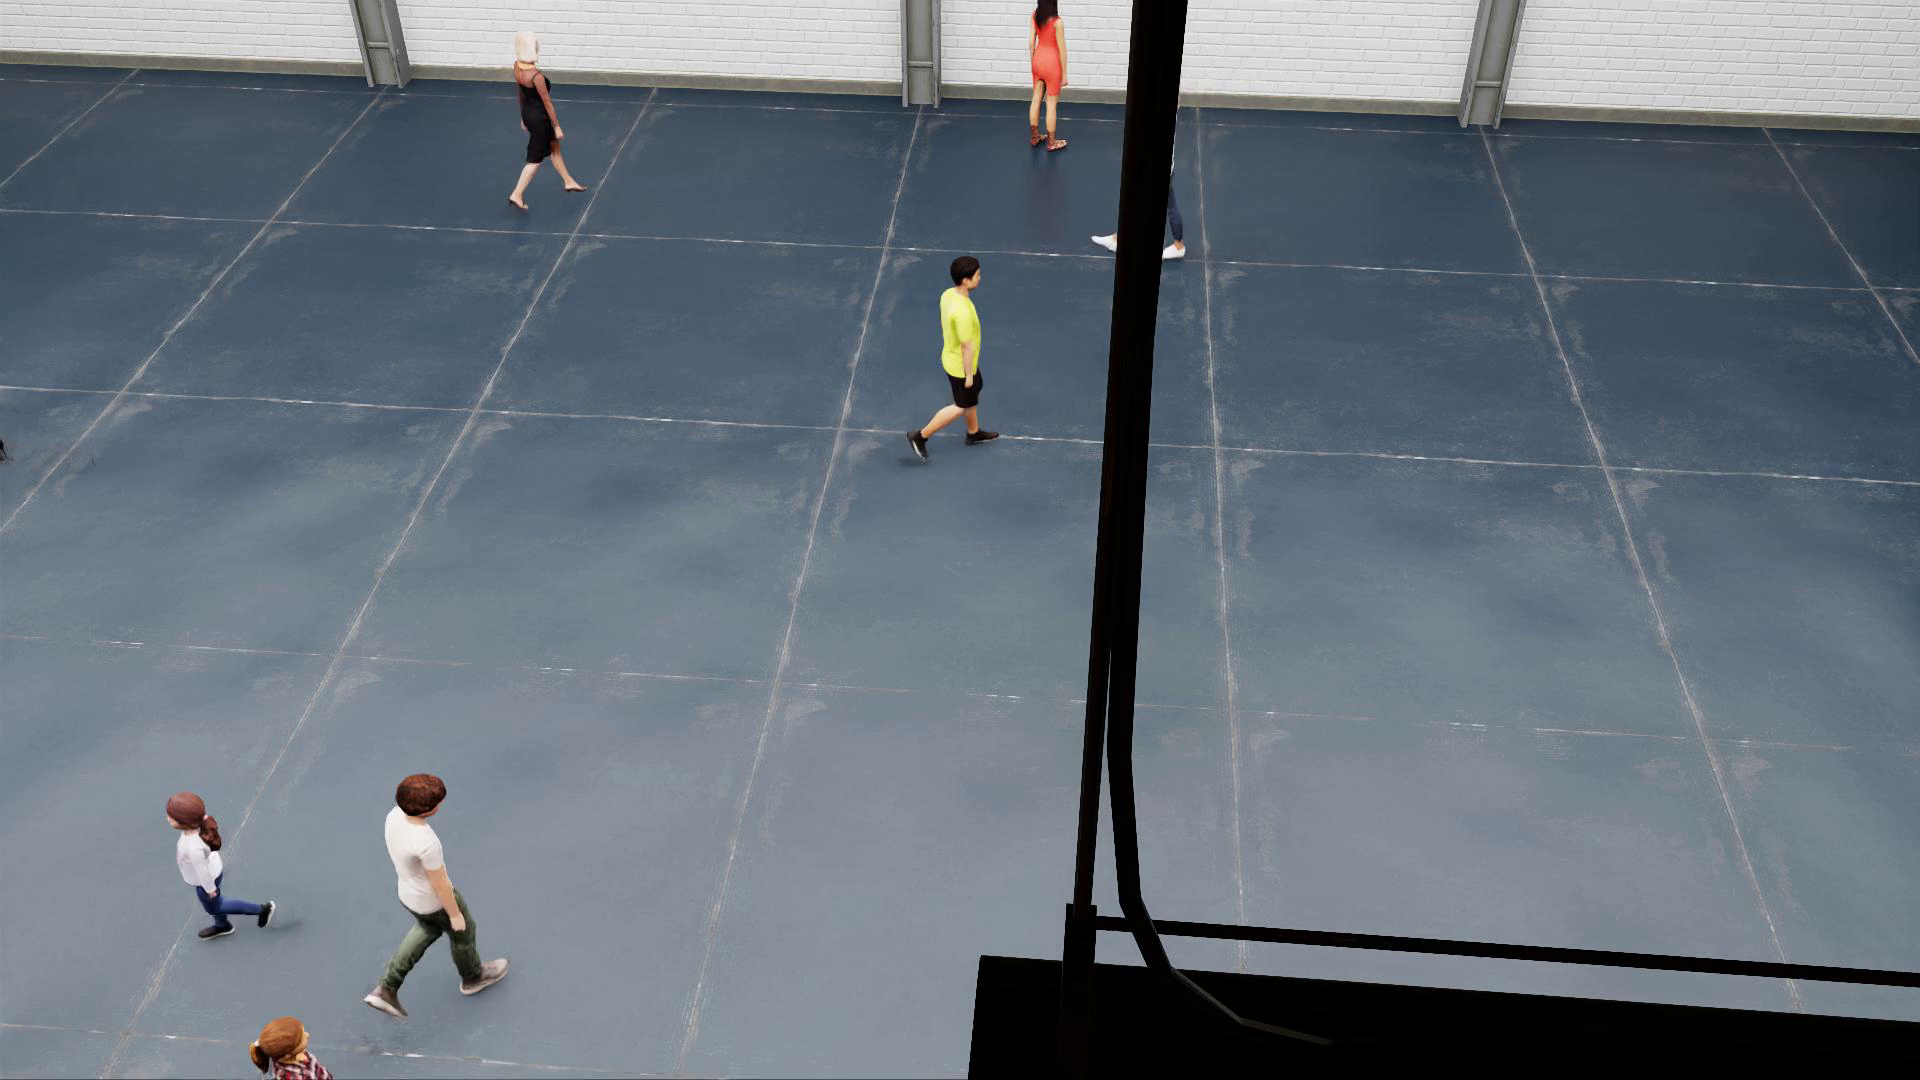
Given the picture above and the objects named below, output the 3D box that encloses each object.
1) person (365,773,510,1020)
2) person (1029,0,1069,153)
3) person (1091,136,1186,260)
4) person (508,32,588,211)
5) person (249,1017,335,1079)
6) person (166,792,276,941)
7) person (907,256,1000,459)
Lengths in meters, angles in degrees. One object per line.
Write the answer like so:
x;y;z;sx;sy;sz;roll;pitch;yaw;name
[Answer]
-2.806;1.880;8.564;1.064;1.624;1.028;-30;48;-32;person
0.878;-4.784;16.832;0.645;1.719;0.733;29;47;32;person
1.884;-3.302;14.935;1.127;1.770;0.730;-1;39;-2;person
-4.066;-3.910;15.746;1.128;1.709;1.047;-26;45;-29;person
-3.110;2.700;7.800;0.746;1.296;0.674;-17;42;-20;person
-4.079;1.789;9.097;0.730;1.100;0.598;-13;40;-15;person
-0.068;-1.346;12.551;1.094;1.689;0.858;-10;40;-12;person
